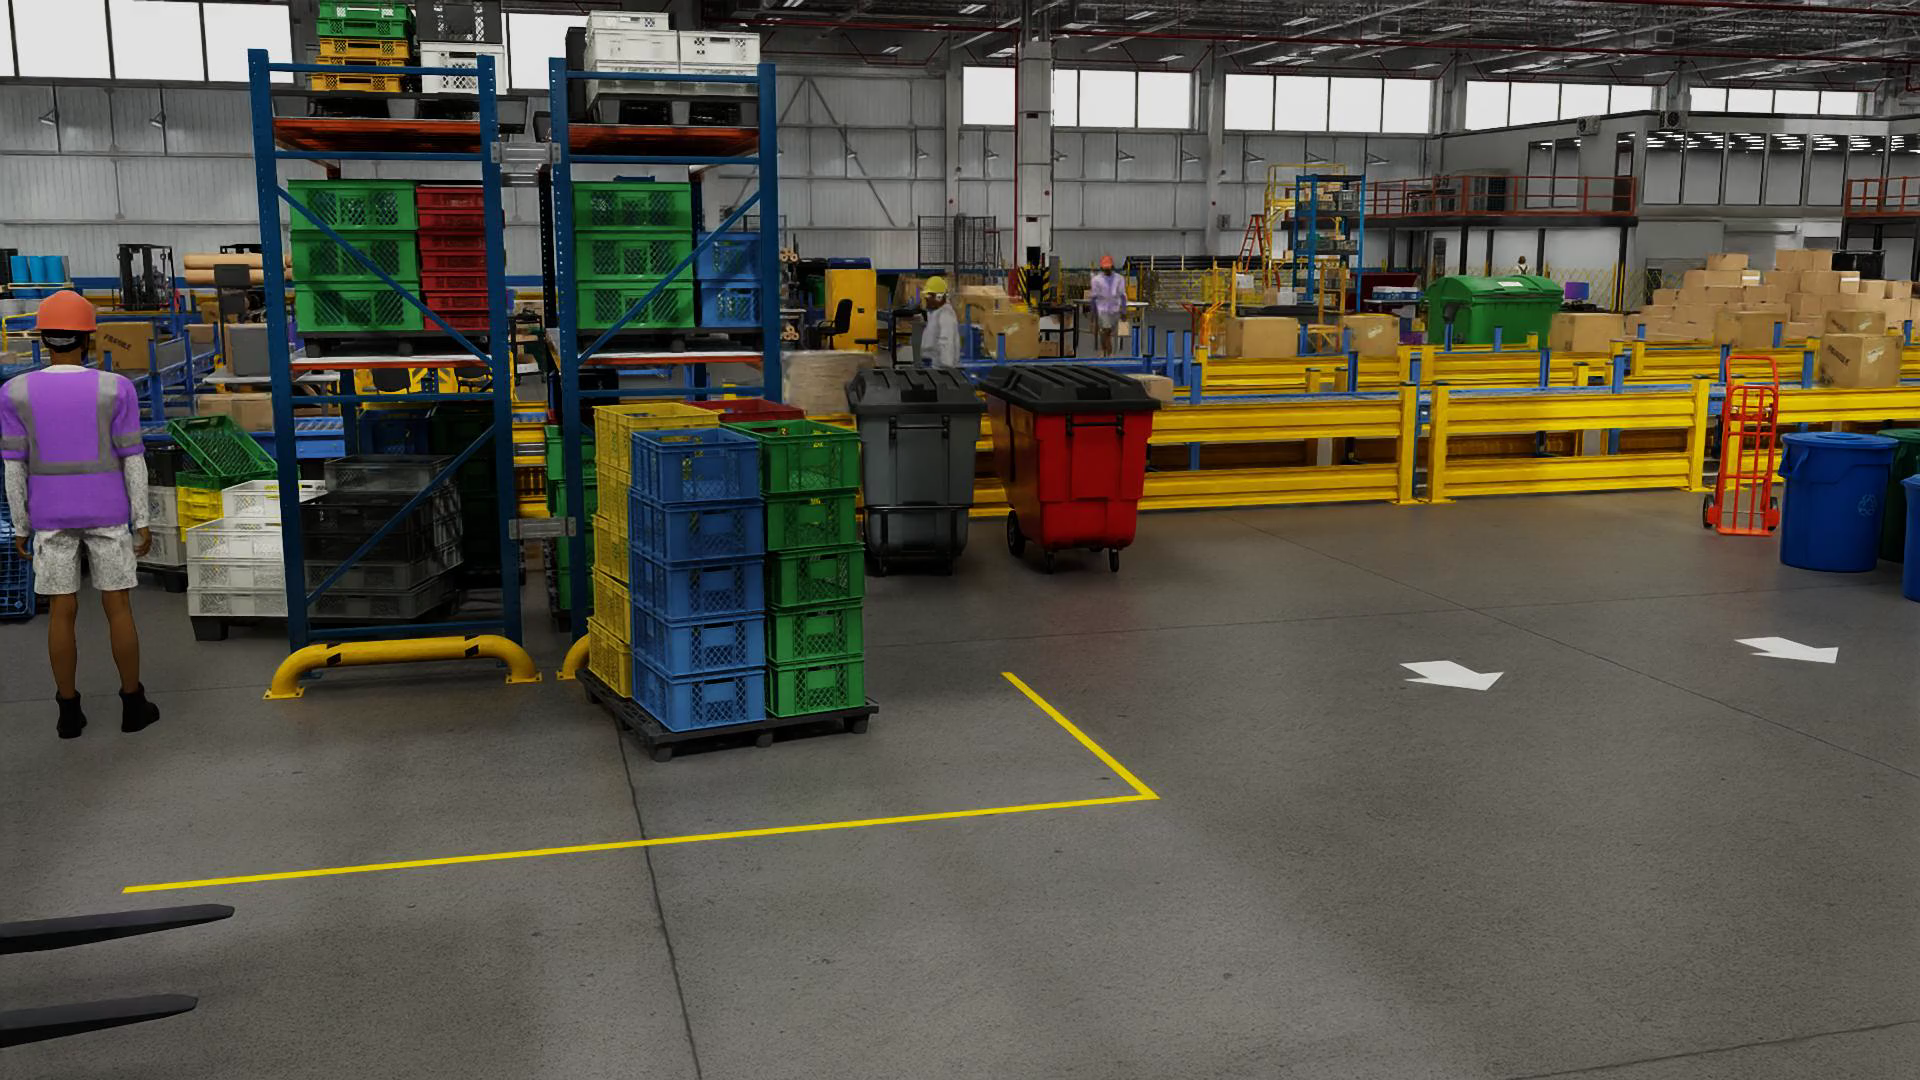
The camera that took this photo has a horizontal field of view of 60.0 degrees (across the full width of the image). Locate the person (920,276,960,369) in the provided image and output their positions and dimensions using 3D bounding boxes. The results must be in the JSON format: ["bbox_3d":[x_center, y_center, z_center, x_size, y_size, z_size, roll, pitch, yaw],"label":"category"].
[{"bbox_3d":[-0.227,-1.813,17.223,0.431,1.818,0.614,-1,10,-8],"label":"person"}]

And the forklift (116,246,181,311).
[{"bbox_3d":[-19.966,-6.232,40.894,1.157,1.987,2.680,-3,10,-15],"label":"forklift"}]

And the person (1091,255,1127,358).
[{"bbox_3d":[2.654,-4.123,29.882,0.633,1.981,1.021,-2,10,-9],"label":"person"}]

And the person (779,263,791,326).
[{"bbox_3d":[-4.053,-5.378,37.332,1.011,1.856,0.656,-1,10,-6],"label":"person"}]

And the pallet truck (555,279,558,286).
[{"bbox_3d":[-10.604,-6.375,44.520,0.653,1.274,1.630,-3,10,-15],"label":"pallet truck"}]

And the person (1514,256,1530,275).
[{"bbox_3d":[16.713,-7.539,49.575,0.520,1.844,0.331,-1,10,-5],"label":"person"}]

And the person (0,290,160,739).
[{"bbox_3d":[-3.823,-0.109,7.241,0.551,1.935,0.375,-4,11,-19],"label":"person"}]

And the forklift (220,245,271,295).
[{"bbox_3d":[-17.749,-6.334,41.440,1.157,1.987,2.680,-3,10,-17],"label":"forklift"}]
